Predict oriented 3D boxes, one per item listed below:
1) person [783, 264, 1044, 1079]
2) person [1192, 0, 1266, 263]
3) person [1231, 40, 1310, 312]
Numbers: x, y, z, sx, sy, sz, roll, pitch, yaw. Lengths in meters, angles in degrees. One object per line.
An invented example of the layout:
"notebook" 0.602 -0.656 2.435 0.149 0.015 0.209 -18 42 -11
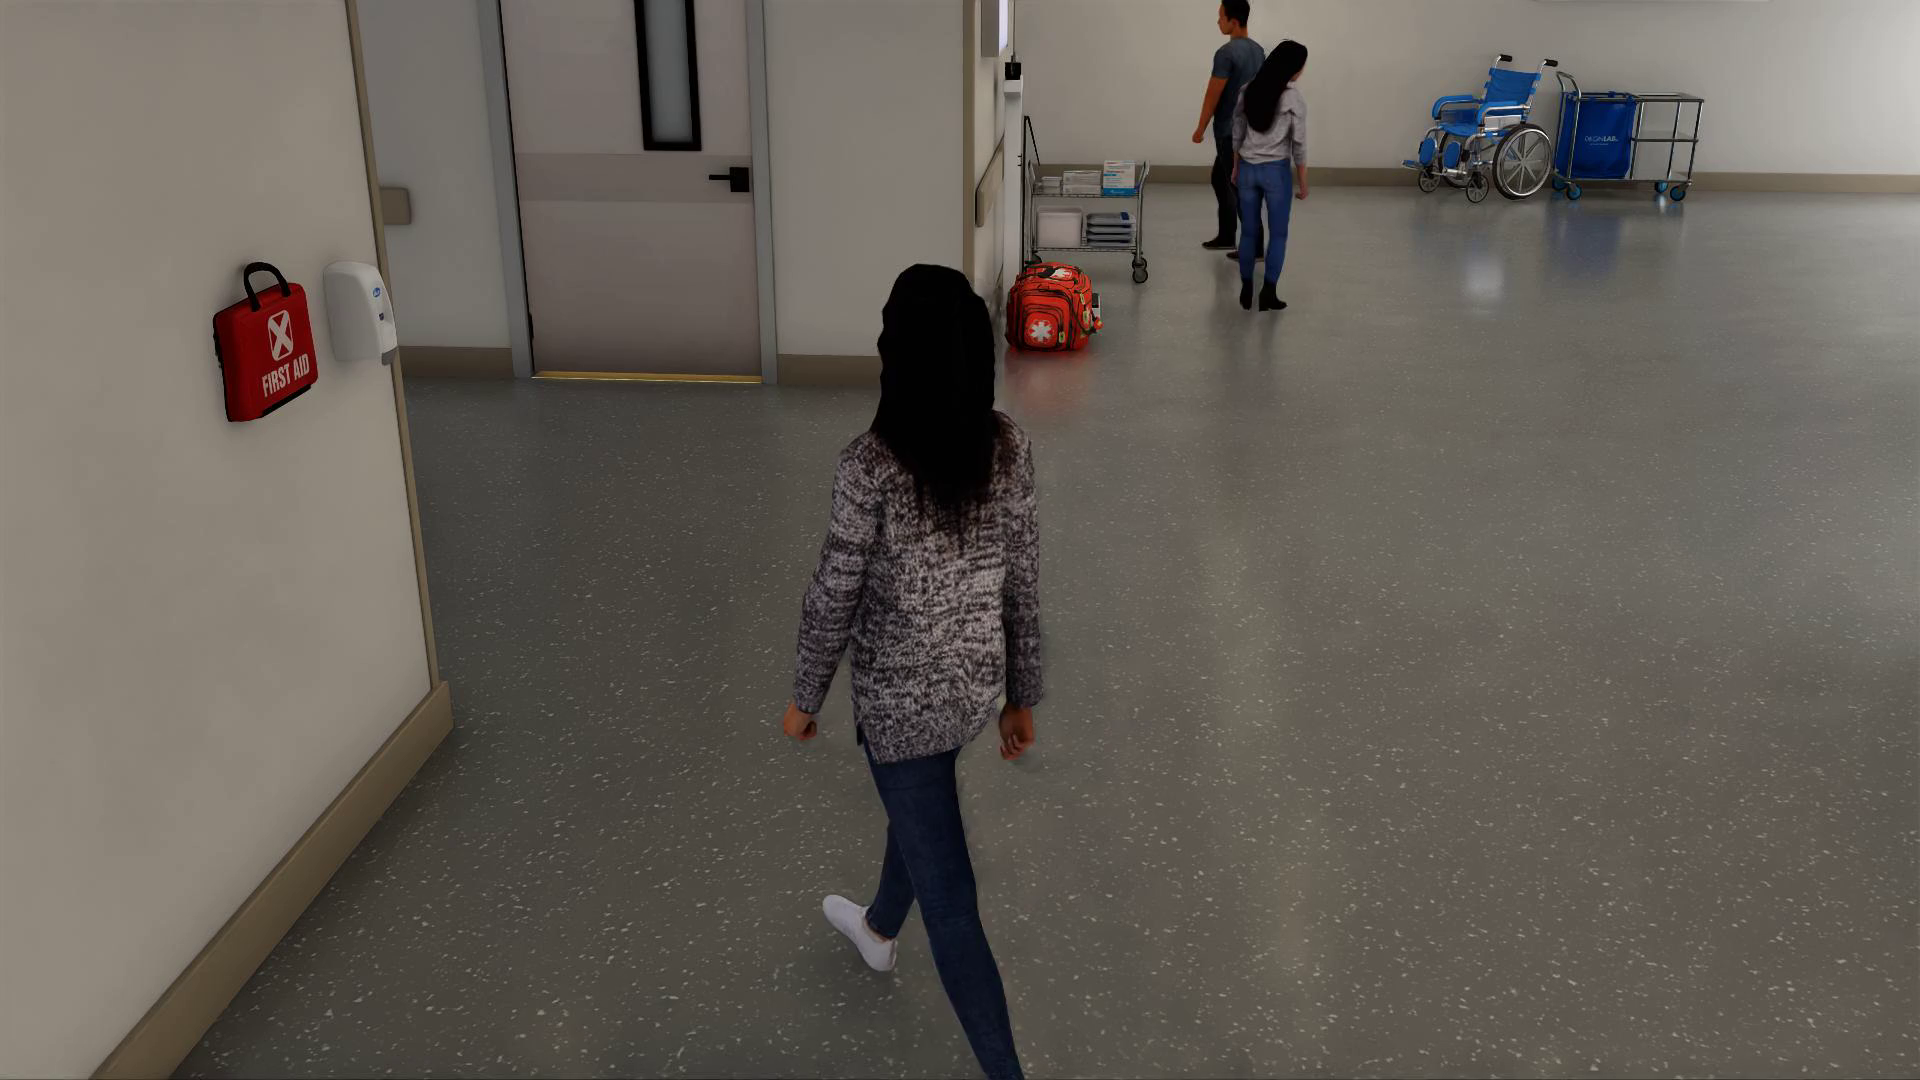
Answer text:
"person" -0.024 0.368 3.222 1.111 1.684 1.197 -15 25 -34
"person" 1.971 -2.770 11.374 0.924 1.778 0.883 15 25 34
"person" 1.843 -2.211 10.125 0.715 1.617 0.713 6 22 15
